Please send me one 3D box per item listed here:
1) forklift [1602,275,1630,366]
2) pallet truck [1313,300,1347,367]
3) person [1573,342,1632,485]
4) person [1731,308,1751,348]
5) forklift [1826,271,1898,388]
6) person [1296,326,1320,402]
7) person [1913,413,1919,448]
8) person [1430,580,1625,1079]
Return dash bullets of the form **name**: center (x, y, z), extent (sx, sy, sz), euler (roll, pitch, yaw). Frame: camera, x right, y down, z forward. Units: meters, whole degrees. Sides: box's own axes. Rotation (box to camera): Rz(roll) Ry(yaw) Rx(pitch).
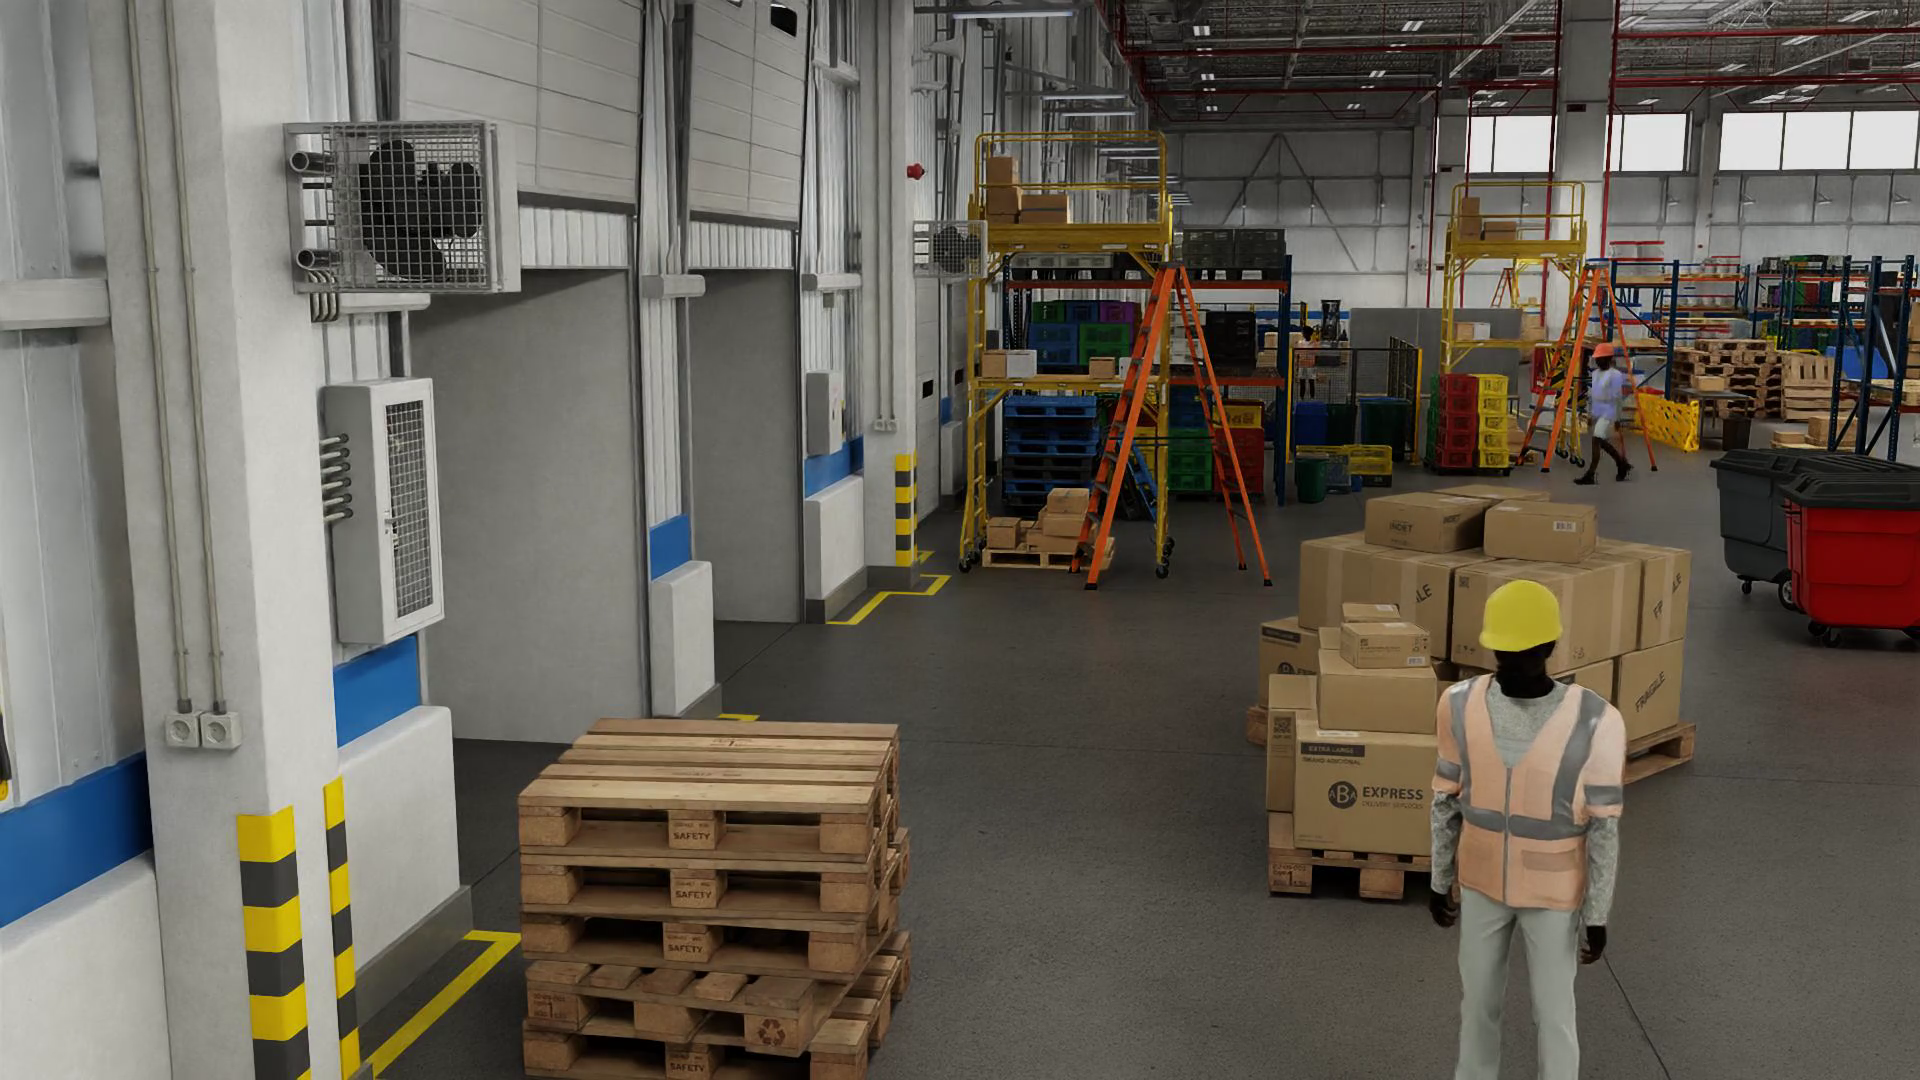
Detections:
- **forklift**: center (17.619, -6.083, 46.280), extent (1.873, 2.768, 1.129), euler (-3, 10, -17)
- **pallet truck**: center (11.159, -6.200, 49.718), extent (0.823, 1.965, 1.885), euler (4, 10, 26)
- **person**: center (8.652, -1.690, 22.210), extent (0.899, 1.910, 0.555), euler (-3, 10, -16)
- **person**: center (19.533, -4.869, 41.752), extent (0.757, 1.916, 0.641), euler (-2, 9, -13)
- **forklift**: center (21.072, -4.771, 38.191), extent (1.873, 2.768, 1.129), euler (1, 9, 9)
- **person**: center (7.278, -3.644, 34.887), extent (0.319, 1.695, 0.532), euler (-9, 13, -44)
- **person**: center (15.591, -2.341, 26.722), extent (0.320, 1.739, 0.484), euler (9, 13, 44)
- **person**: center (1.727, 1.064, 5.170), extent (0.588, 1.918, 0.399), euler (7, 12, 37)
